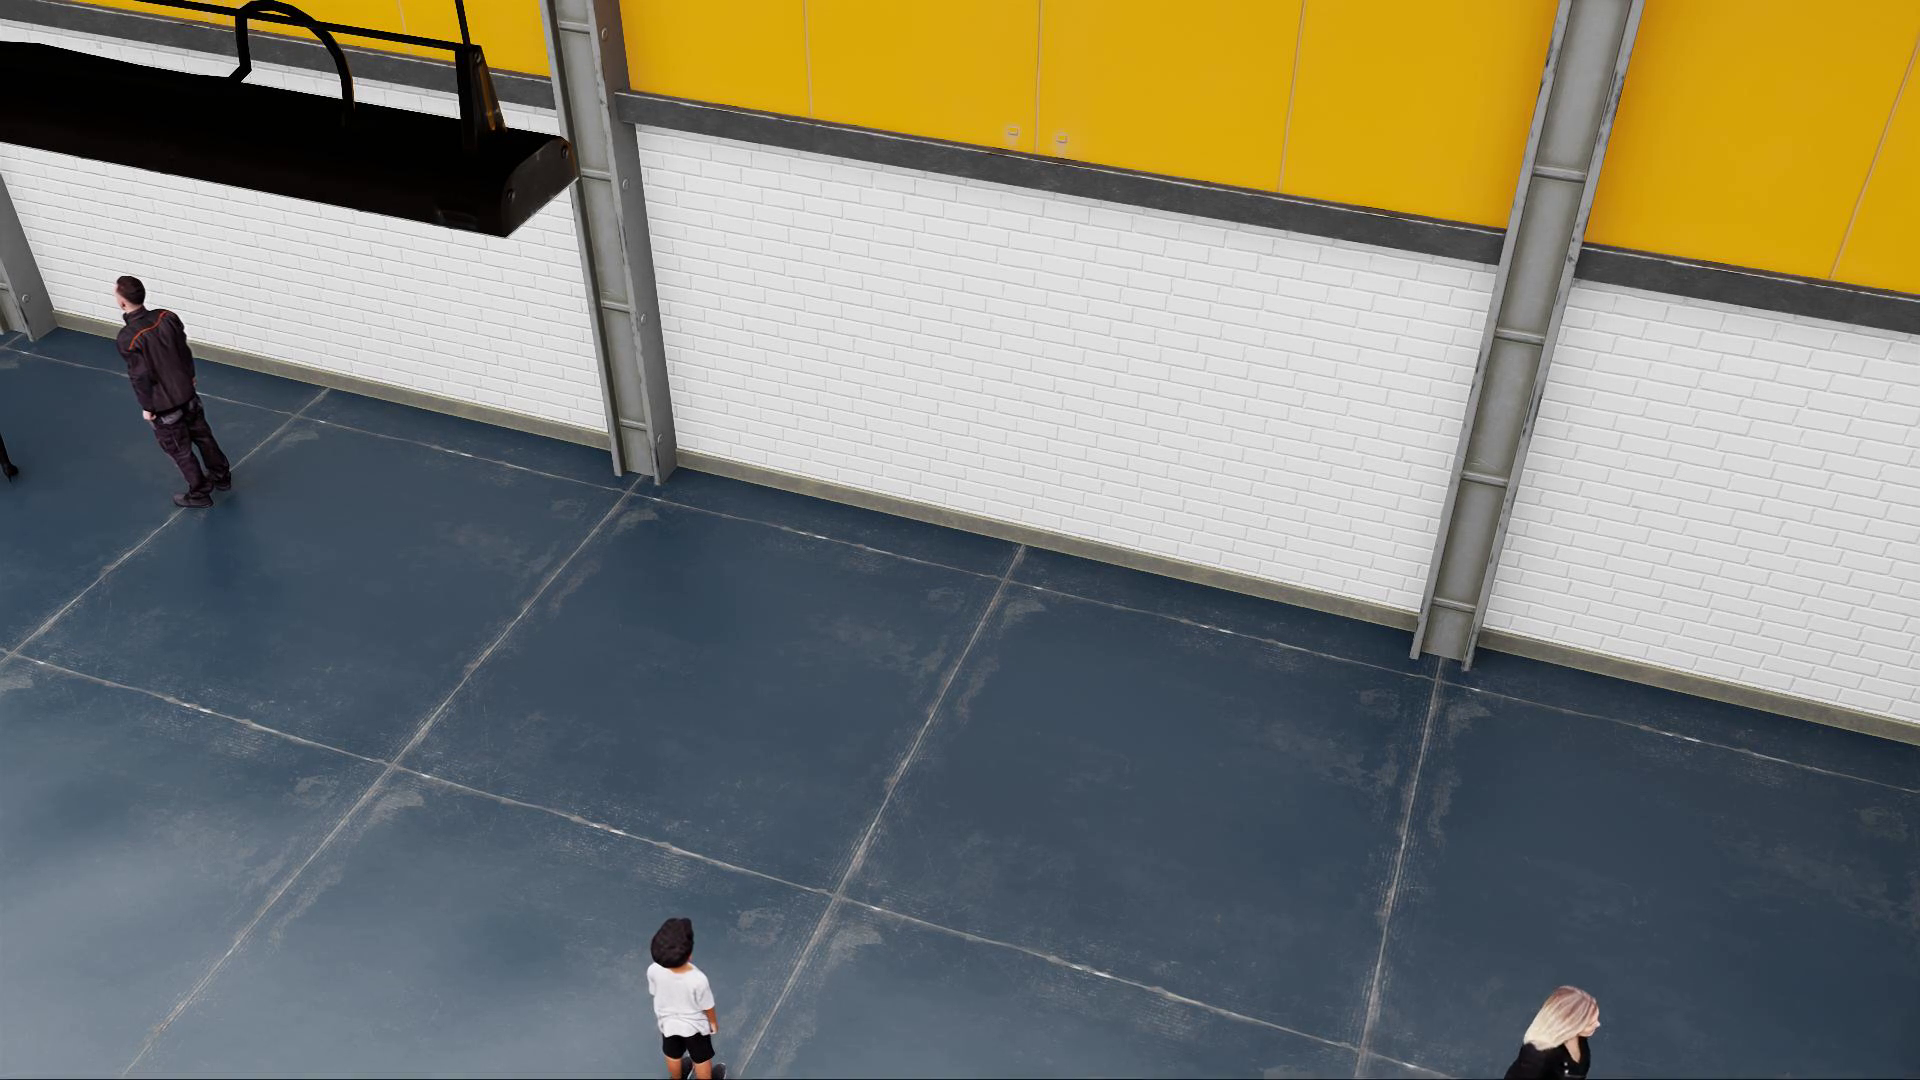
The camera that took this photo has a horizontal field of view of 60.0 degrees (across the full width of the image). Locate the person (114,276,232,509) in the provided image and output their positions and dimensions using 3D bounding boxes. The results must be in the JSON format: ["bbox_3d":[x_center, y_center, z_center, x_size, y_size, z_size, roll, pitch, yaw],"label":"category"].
[{"bbox_3d":[-5.676,-1.063,11.917,0.563,1.854,0.701,13,40,15],"label":"person"}]

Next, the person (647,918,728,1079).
[{"bbox_3d":[-1.359,2.326,8.152,0.455,1.257,0.561,8,39,10],"label":"person"}]

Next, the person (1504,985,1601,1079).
[{"bbox_3d":[2.482,2.539,7.583,1.200,1.634,0.788,22,43,25],"label":"person"}]
